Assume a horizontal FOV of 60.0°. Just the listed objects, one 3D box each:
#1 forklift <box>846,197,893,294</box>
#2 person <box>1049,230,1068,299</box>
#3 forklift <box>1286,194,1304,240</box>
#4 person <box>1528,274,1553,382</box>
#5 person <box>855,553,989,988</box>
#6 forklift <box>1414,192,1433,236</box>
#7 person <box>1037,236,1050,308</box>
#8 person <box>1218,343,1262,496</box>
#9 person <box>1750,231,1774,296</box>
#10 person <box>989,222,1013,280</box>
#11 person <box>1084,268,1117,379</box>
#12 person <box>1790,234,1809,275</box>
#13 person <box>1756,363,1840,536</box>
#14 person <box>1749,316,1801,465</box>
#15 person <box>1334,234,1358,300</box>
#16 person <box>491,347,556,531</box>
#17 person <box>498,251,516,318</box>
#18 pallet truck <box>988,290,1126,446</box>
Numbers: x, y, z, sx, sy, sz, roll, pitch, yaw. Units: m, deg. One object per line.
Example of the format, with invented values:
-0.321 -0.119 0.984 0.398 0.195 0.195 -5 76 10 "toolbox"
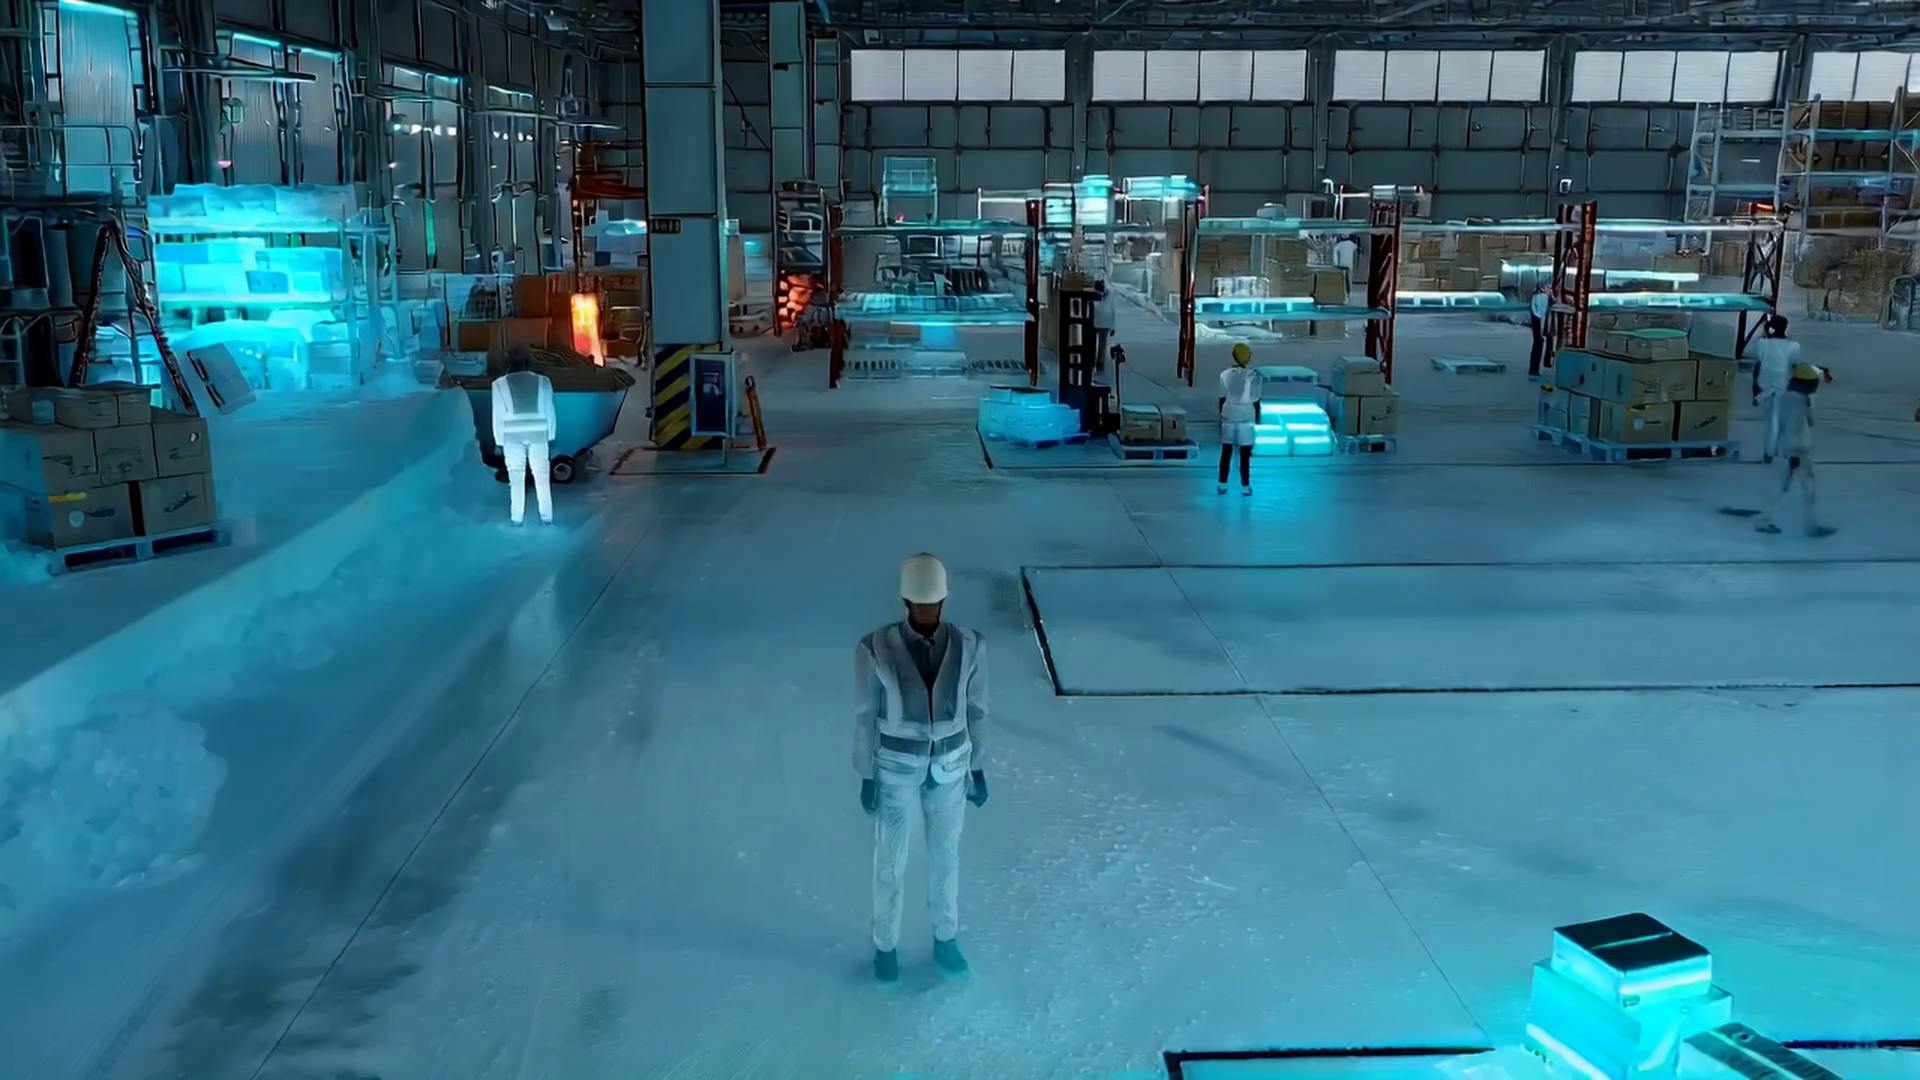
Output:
-2.888 -8.773 49.330 1.129 2.768 1.873 7 14 28 "forklift"
2.777 -7.832 47.269 0.561 1.920 0.546 -4 13 -19 "person"
11.014 -9.999 54.867 1.873 2.768 1.129 0 12 -2 "forklift"
9.945 -3.627 28.454 0.340 1.845 0.513 3 13 14 "person"
-0.160 1.002 7.316 0.605 1.948 0.404 -3 13 -15 "person"
16.655 -11.123 59.939 1.873 2.768 1.129 0 12 -2 "forklift"
2.226 -7.082 43.966 0.361 1.882 0.575 2 13 8 "person"
3.101 -1.340 18.487 0.534 1.693 0.321 10 16 37 "person"
23.142 -7.997 48.028 0.588 1.914 0.390 6 14 25 "person"
1.292 -9.568 55.153 0.852 1.914 0.638 2 13 9 "person"
2.423 -3.775 28.965 0.607 1.911 0.542 2 13 7 "person"
26.459 -8.834 52.447 0.360 1.624 0.540 -10 16 -39 "person"
8.310 -0.883 16.359 0.816 1.710 0.505 1 13 7 "person"
10.118 -1.860 20.572 0.554 1.800 1.003 9 15 35 "person"
10.702 -7.577 46.127 0.634 1.926 0.524 1 13 5 "person"
-4.361 -1.013 16.662 0.627 1.844 0.429 -5 14 -23 "person"
-11.170 -6.261 40.836 0.319 1.631 0.525 -10 16 -38 "person"
1.257 -2.299 22.111 1.885 1.965 0.823 -9 15 -35 "pallet truck"
